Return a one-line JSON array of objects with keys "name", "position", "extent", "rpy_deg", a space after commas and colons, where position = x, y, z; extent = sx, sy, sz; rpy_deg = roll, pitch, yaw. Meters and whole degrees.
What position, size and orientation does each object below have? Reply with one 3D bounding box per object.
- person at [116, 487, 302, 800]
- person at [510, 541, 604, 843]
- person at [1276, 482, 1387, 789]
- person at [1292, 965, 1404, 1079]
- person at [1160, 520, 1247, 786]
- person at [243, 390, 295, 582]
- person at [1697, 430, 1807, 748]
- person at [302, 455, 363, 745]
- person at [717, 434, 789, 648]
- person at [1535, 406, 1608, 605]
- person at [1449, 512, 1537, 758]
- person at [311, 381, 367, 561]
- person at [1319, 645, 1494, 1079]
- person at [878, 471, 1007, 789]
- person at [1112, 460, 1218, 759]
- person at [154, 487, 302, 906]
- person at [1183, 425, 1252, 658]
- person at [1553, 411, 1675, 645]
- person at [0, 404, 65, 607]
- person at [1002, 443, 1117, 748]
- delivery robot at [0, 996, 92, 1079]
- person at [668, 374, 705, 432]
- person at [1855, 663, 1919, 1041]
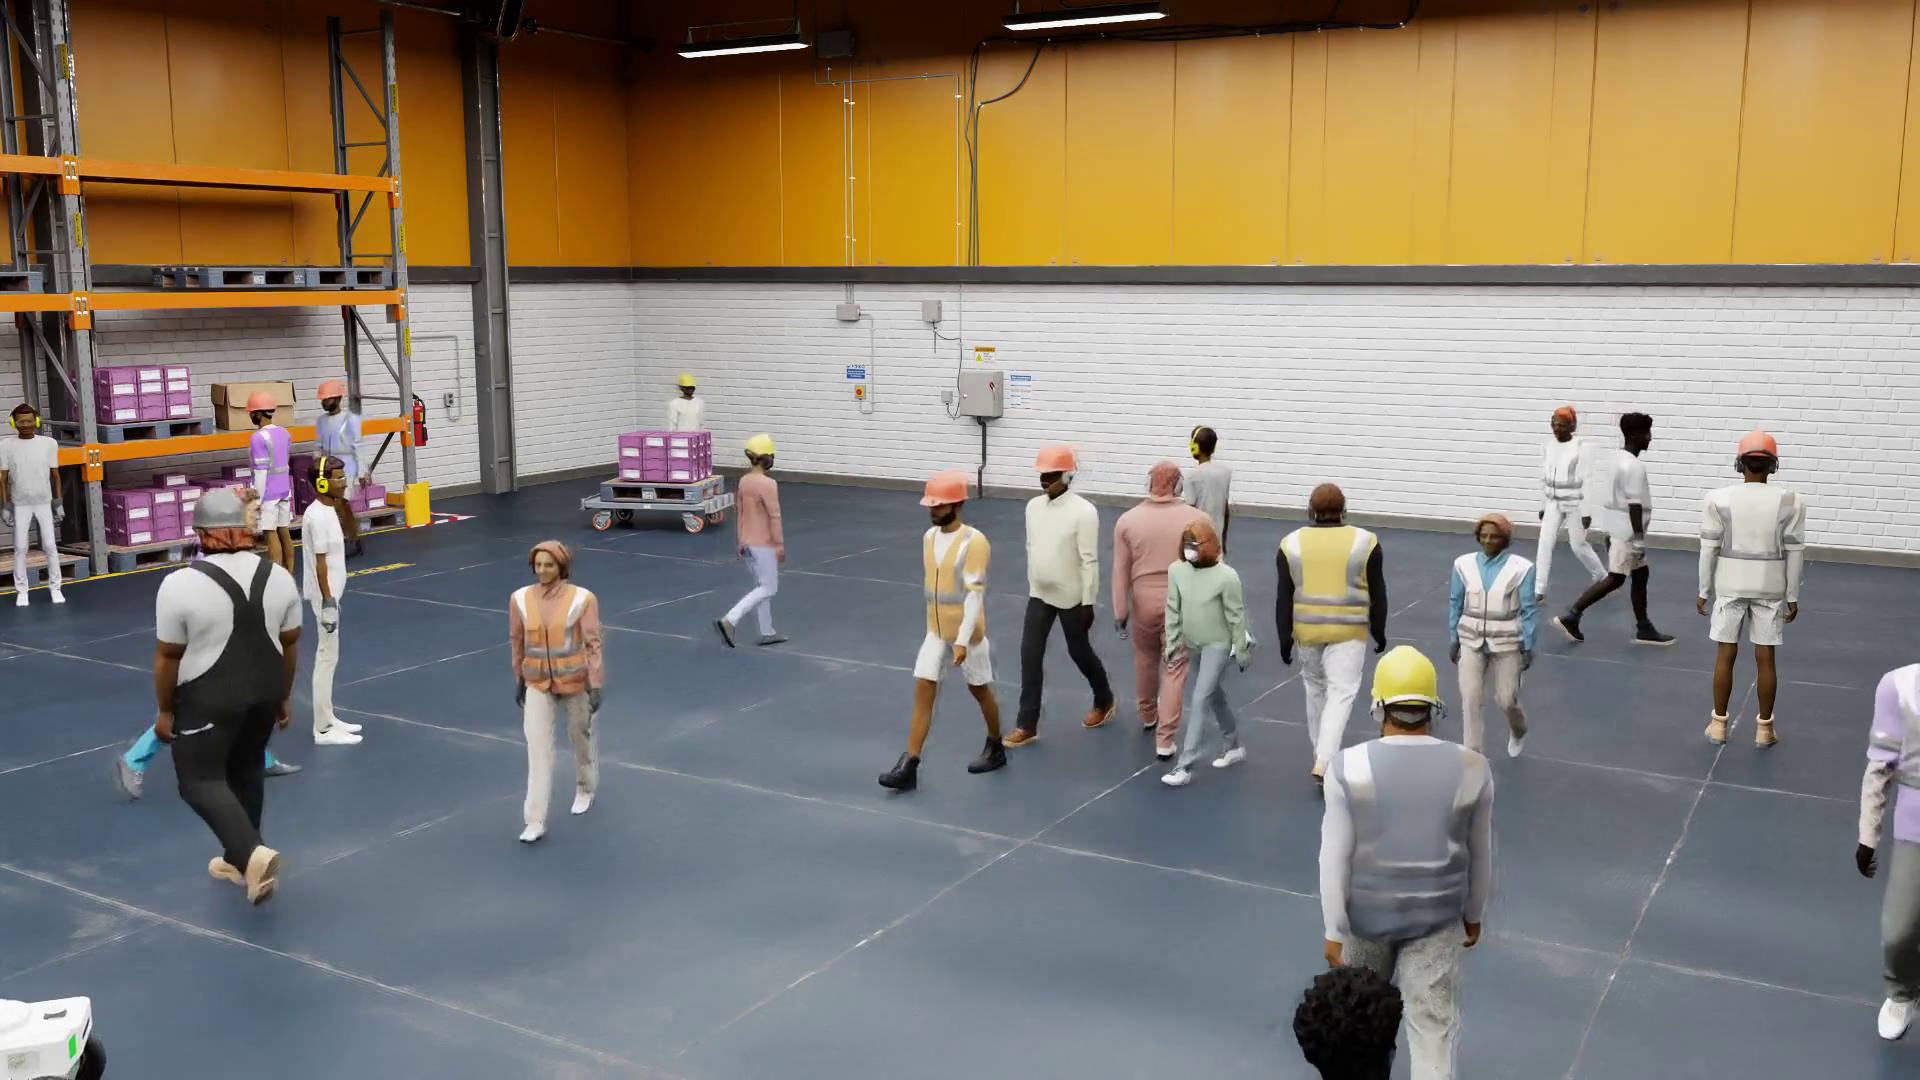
[{"name": "person", "position": [-4.450, 0.591, 9.739], "extent": [0.945, 1.794, 0.608], "rpy_deg": [-4, 10, -23]}, {"name": "person", "position": [-2.196, 0.792, 9.059], "extent": [0.533, 1.588, 0.853], "rpy_deg": [1, 9, 4]}, {"name": "person", "position": [2.192, 0.557, 9.898], "extent": [0.626, 1.808, 0.936], "rpy_deg": [4, 10, 24]}, {"name": "person", "position": [0.842, 1.674, 3.351], "extent": [0.745, 1.651, 0.590], "rpy_deg": [-7, 11, -36]}, {"name": "person", "position": [1.481, 0.651, 9.986], "extent": [0.830, 1.577, 0.489], "rpy_deg": [-8, 12, -40]}, {"name": "person", "position": [-6.510, -0.437, 15.659], "extent": [0.358, 1.941, 0.543], "rpy_deg": [1, 9, 6]}, {"name": "person", "position": [5.055, 0.314, 10.664], "extent": [0.605, 2.041, 0.383], "rpy_deg": [4, 10, 23]}, {"name": "person", "position": [-4.076, 0.384, 10.760], "extent": [0.317, 1.870, 0.523], "rpy_deg": [-3, 10, -18]}, {"name": "person", "position": [-1.673, 0.025, 13.376], "extent": [0.638, 1.745, 0.527], "rpy_deg": [-6, 11, -33]}, {"name": "person", "position": [5.621, -0.324, 15.301], "extent": [0.934, 1.844, 0.627], "rpy_deg": [-5, 11, -30]}, {"name": "person", "position": [3.230, 0.627, 10.049], "extent": [0.520, 1.621, 0.619], "rpy_deg": [6, 11, 33]}, {"name": "person", "position": [-6.593, -0.715, 17.493], "extent": [0.568, 1.903, 0.796], "rpy_deg": [4, 10, 25]}, {"name": "person", "position": [1.513, 1.246, 5.660], "extent": [0.601, 1.790, 0.949], "rpy_deg": [0, 9, 3]}, {"name": "person", "position": [-0.053, 0.528, 9.856], "extent": [0.539, 1.886, 1.011], "rpy_deg": [8, 12, 42]}, {"name": "person", "position": [1.331, 0.410, 10.670], "extent": [0.645, 1.843, 1.016], "rpy_deg": [2, 9, 15]}, {"name": "person", "position": [-3.493, 0.739, 8.007], "extent": [0.798, 2.000, 0.685], "rpy_deg": [6, 11, 34]}, {"name": "person", "position": [1.986, 0.005, 13.224], "extent": [0.526, 1.838, 0.914], "rpy_deg": [-5, 11, -31]}, {"name": "person", "position": [5.352, -0.091, 13.512], "extent": [0.937, 1.936, 0.606], "rpy_deg": [2, 9, 11]}, {"name": "person", "position": [-8.482, -0.321, 15.208], "extent": [0.509, 1.860, 0.318], "rpy_deg": [-5, 10, -30]}, {"name": "person", "position": [0.691, 0.330, 10.846], "extent": [0.622, 1.956, 0.982], "rpy_deg": [8, 12, 42]}, {"name": "delivery robot", "position": [-3.435, 1.788, 5.794], "extent": [0.707, 0.478, 0.477], "rpy_deg": [-3, 10, -20]}, {"name": "person", "position": [-3.635, -1.341, 21.971], "extent": [0.544, 1.735, 0.863], "rpy_deg": [-6, 11, -35]}, {"name": "person", "position": [3.691, 1.100, 6.197], "extent": [0.610, 1.903, 0.565], "rpy_deg": [5, 10, 30]}]
